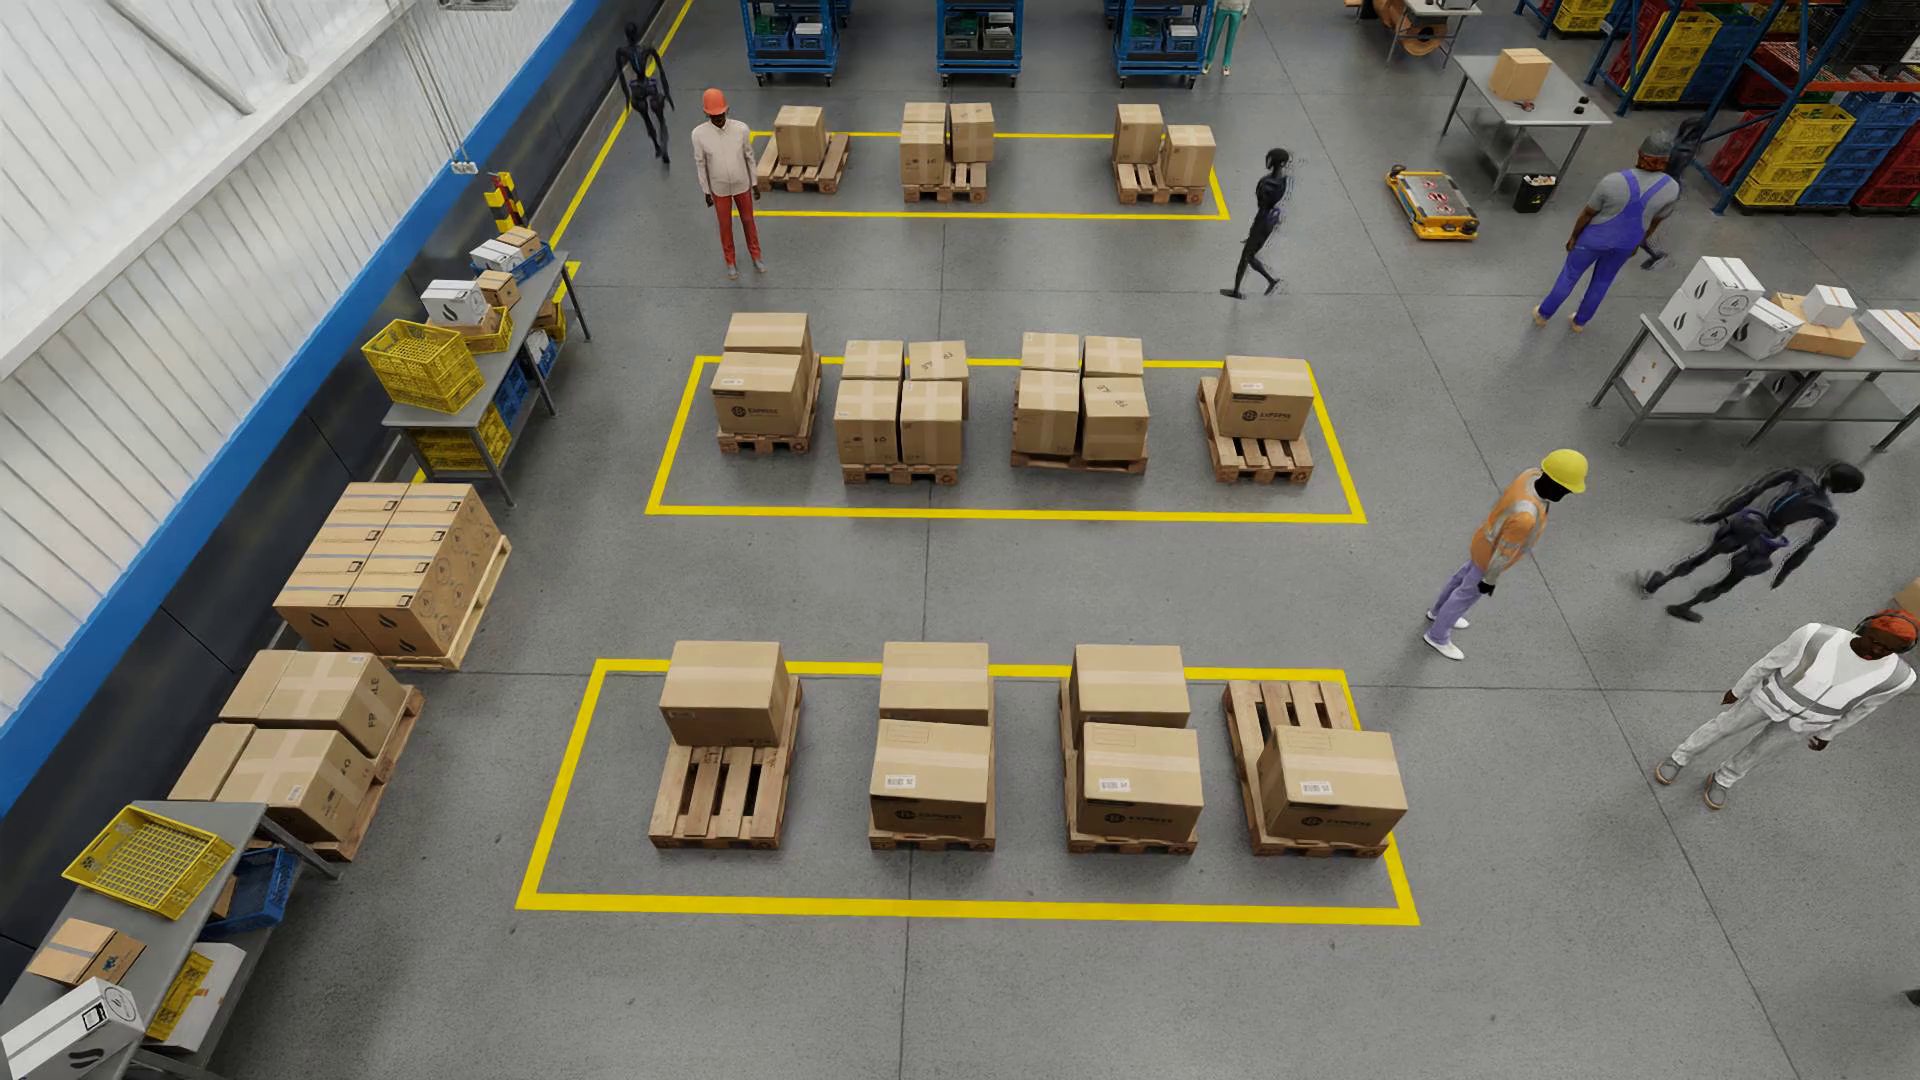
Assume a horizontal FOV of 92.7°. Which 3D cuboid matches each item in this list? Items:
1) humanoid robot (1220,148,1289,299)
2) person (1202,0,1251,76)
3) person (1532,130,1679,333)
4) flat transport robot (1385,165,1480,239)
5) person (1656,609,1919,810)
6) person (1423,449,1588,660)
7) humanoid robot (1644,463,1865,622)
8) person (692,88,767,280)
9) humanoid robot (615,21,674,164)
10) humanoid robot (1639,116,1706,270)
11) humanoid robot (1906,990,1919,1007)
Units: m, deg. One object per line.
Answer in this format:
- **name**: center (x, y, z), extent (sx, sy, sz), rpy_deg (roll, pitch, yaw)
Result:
- **humanoid robot**: center (3.119, -3.197, 9.374), extent (0.505, 1.651, 0.600), rpy_deg (23, 53, 18)
- **person**: center (3.872, -7.603, 13.123), extent (0.525, 1.768, 0.329), rpy_deg (9, 50, 8)
- **person**: center (6.318, -2.984, 8.945), extent (0.678, 2.000, 0.535), rpy_deg (14, 51, 12)
- **flat transport robot**: center (5.692, -4.094, 11.059), extent (0.652, 0.197, 1.431), rpy_deg (1, 49, 1)
- **person**: center (5.023, 1.032, 5.573), extent (0.573, 1.882, 0.356), rpy_deg (30, 56, 24)
- **person**: center (3.743, 0.086, 6.365), extent (0.379, 1.923, 0.587), rpy_deg (23, 53, 19)
- **humanoid robot**: center (5.704, 0.002, 6.608), extent (0.430, 1.622, 0.634), rpy_deg (-5, 49, -4)
- **person**: center (-2.404, -3.705, 9.600), extent (0.607, 1.995, 0.376), rpy_deg (-17, 51, -14)
- **humanoid robot**: center (-3.902, -5.538, 11.406), extent (0.577, 1.642, 0.551), rpy_deg (-7, 49, -6)
- **humanoid robot**: center (7.553, -3.721, 9.832), extent (0.538, 1.632, 0.612), rpy_deg (11, 50, 9)
- **humanoid robot**: center (5.905, 2.157, 4.770), extent (0.788, 1.627, 0.615), rpy_deg (-6, 49, -5)
